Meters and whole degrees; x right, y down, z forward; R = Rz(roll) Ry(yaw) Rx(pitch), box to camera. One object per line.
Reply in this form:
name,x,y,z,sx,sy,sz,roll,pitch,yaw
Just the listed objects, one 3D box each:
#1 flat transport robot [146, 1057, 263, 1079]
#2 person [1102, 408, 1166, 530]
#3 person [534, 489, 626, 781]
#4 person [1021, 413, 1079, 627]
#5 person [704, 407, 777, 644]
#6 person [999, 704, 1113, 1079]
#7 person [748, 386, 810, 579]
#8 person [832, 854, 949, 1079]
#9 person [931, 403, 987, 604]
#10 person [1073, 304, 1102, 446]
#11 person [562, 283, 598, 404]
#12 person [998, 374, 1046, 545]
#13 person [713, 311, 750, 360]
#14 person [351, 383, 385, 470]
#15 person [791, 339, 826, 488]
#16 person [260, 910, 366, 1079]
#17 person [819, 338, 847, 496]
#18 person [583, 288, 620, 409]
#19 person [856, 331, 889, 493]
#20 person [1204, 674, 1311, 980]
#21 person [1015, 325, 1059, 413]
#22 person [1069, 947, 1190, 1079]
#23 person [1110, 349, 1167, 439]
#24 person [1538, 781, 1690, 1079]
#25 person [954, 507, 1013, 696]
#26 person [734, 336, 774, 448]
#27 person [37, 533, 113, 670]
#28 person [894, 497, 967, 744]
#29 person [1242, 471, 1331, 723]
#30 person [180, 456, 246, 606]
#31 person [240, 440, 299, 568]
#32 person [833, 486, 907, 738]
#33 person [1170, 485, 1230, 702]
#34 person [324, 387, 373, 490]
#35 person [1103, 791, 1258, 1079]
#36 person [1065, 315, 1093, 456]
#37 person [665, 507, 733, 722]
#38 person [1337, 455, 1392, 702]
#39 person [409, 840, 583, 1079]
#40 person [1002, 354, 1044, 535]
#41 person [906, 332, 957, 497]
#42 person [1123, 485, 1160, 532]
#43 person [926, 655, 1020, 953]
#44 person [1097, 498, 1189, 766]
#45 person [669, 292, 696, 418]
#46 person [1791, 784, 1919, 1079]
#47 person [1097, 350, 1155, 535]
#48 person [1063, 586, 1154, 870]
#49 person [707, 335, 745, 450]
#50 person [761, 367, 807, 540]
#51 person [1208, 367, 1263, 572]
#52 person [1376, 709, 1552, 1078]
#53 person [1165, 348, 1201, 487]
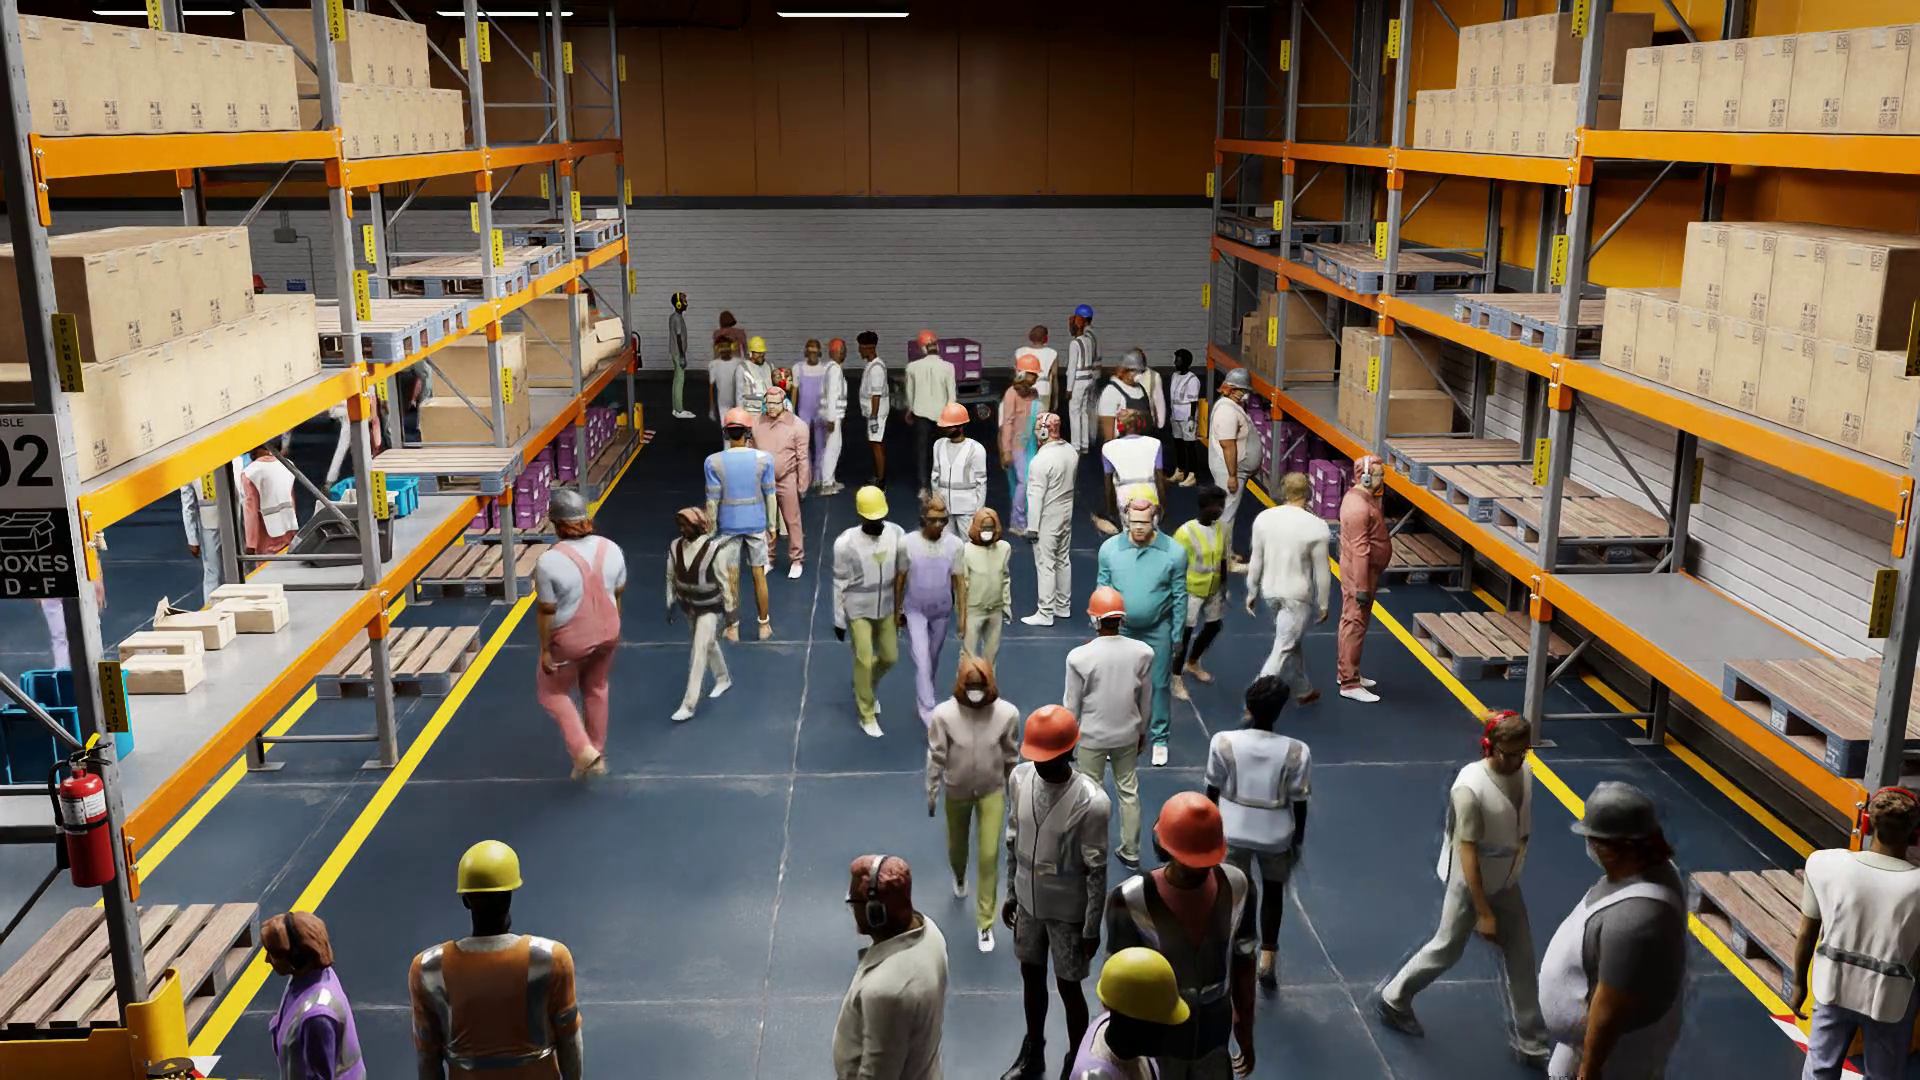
flat transport robot,-3.368,2.630,6.925,0.652,0.197,1.431,1,14,3
person,1.603,-0.336,15.550,0.574,1.779,0.892,-2,14,-7
person,-2.575,0.637,11.219,0.599,2.000,0.696,13,19,42
person,0.783,-0.187,14.738,0.399,1.900,0.644,9,17,32
person,-1.867,-0.120,14.205,0.605,2.033,0.392,-3,15,-12
person,0.409,1.645,7.503,0.549,1.926,0.388,12,19,39
person,-1.779,-0.556,16.199,0.642,1.901,0.397,5,15,18
person,-0.258,2.033,6.034,0.403,1.897,0.654,3,15,10
person,-0.030,-0.292,15.078,0.549,1.932,0.375,9,17,30
person,1.732,-2.273,22.873,0.435,1.934,0.626,3,15,11
person,-5.911,-2.956,25.462,0.452,1.972,0.659,-10,17,-34
person,0.655,-0.874,17.680,0.499,1.771,1.030,1,14,4
person,-3.433,-2.647,25.024,0.519,1.577,0.891,2,14,8
person,-7.566,-1.869,21.174,0.618,1.986,0.408,4,15,14
person,-1.780,-1.506,20.049,0.554,1.829,0.520,0,14,-2
person,-2.363,2.130,6.181,0.313,1.631,0.525,-7,16,-25
person,-1.523,-1.469,19.881,0.367,1.844,0.764,-2,14,-6
person,-5.583,-2.901,25.425,0.603,1.884,0.799,5,15,19
person,-1.047,-1.532,19.912,0.396,1.954,0.629,-2,14,-6
person,1.510,1.504,8.540,0.547,1.680,0.376,3,15,10
person,0.980,-1.842,21.390,0.603,1.816,0.565,1,14,4
person,0.524,2.186,5.395,0.399,1.912,0.596,3,15,13
person,2.077,-1.330,19.422,0.653,1.792,0.917,0,14,-1
person,2.608,1.852,6.450,1.040,2.000,0.683,7,16,24
person,0.177,0.549,12.375,0.503,1.631,0.283,-9,17,-32
person,-2.474,-1.584,20.354,0.404,1.829,0.600,13,19,42
person,-6.844,0.403,12.781,0.536,1.704,0.935,-4,15,-16
person,-0.211,0.545,12.090,0.517,1.785,0.985,-4,15,-14
person,2.413,0.432,12.376,1.005,1.877,0.647,-13,19,-42
person,-6.398,-0.089,14.342,0.398,1.909,0.600,9,17,32
person,-5.858,-0.049,14.181,0.402,1.909,0.598,4,15,14
person,-0.663,0.494,12.074,0.630,1.896,0.660,-9,17,-32
person,1.817,0.390,12.921,0.582,1.683,0.386,-11,18,-37
person,-7.406,-1.532,20.191,0.583,1.823,1.063,8,16,29
person,0.845,1.895,6.314,0.612,2.030,0.410,-4,15,-15
person,1.571,-2.058,22.130,0.371,1.878,0.588,7,16,26
person,-1.979,0.517,12.590,0.523,1.585,0.890,8,16,28
person,3.121,0.283,12.867,0.408,1.913,0.641,3,15,10
person,-1.662,2.012,6.066,0.586,1.917,0.380,-2,14,-8
person,0.695,-1.008,17.795,0.437,1.977,0.645,8,16,29
person,-0.338,-1.530,19.967,0.621,1.921,1.028,2,14,6
person,1.358,0.468,12.493,0.381,1.736,0.564,-4,15,-17
person,0.073,1.375,9.197,0.510,1.609,0.763,0,14,-1
person,1.248,0.632,11.530,0.647,1.899,0.399,4,15,15
person,-4.189,-2.768,24.923,0.328,1.874,0.517,-5,15,-17
person,3.660,1.883,6.736,0.562,1.837,0.388,12,18,38
person,1.819,-1.040,17.803,0.538,2.000,0.706,12,19,40
person,0.864,1.126,9.895,0.566,1.743,0.359,-5,15,-19
person,-2.848,-1.639,20.620,0.516,1.816,0.958,-4,15,-16
person,-1.926,-0.919,17.714,0.396,1.847,0.564,-9,17,-31
person,2.737,-0.718,16.536,0.536,2.000,0.676,1,14,3
person,2.456,1.618,7.865,0.559,1.797,0.939,-11,18,-37
person,2.729,-1.493,20.283,0.319,1.691,0.536,-7,16,-24
